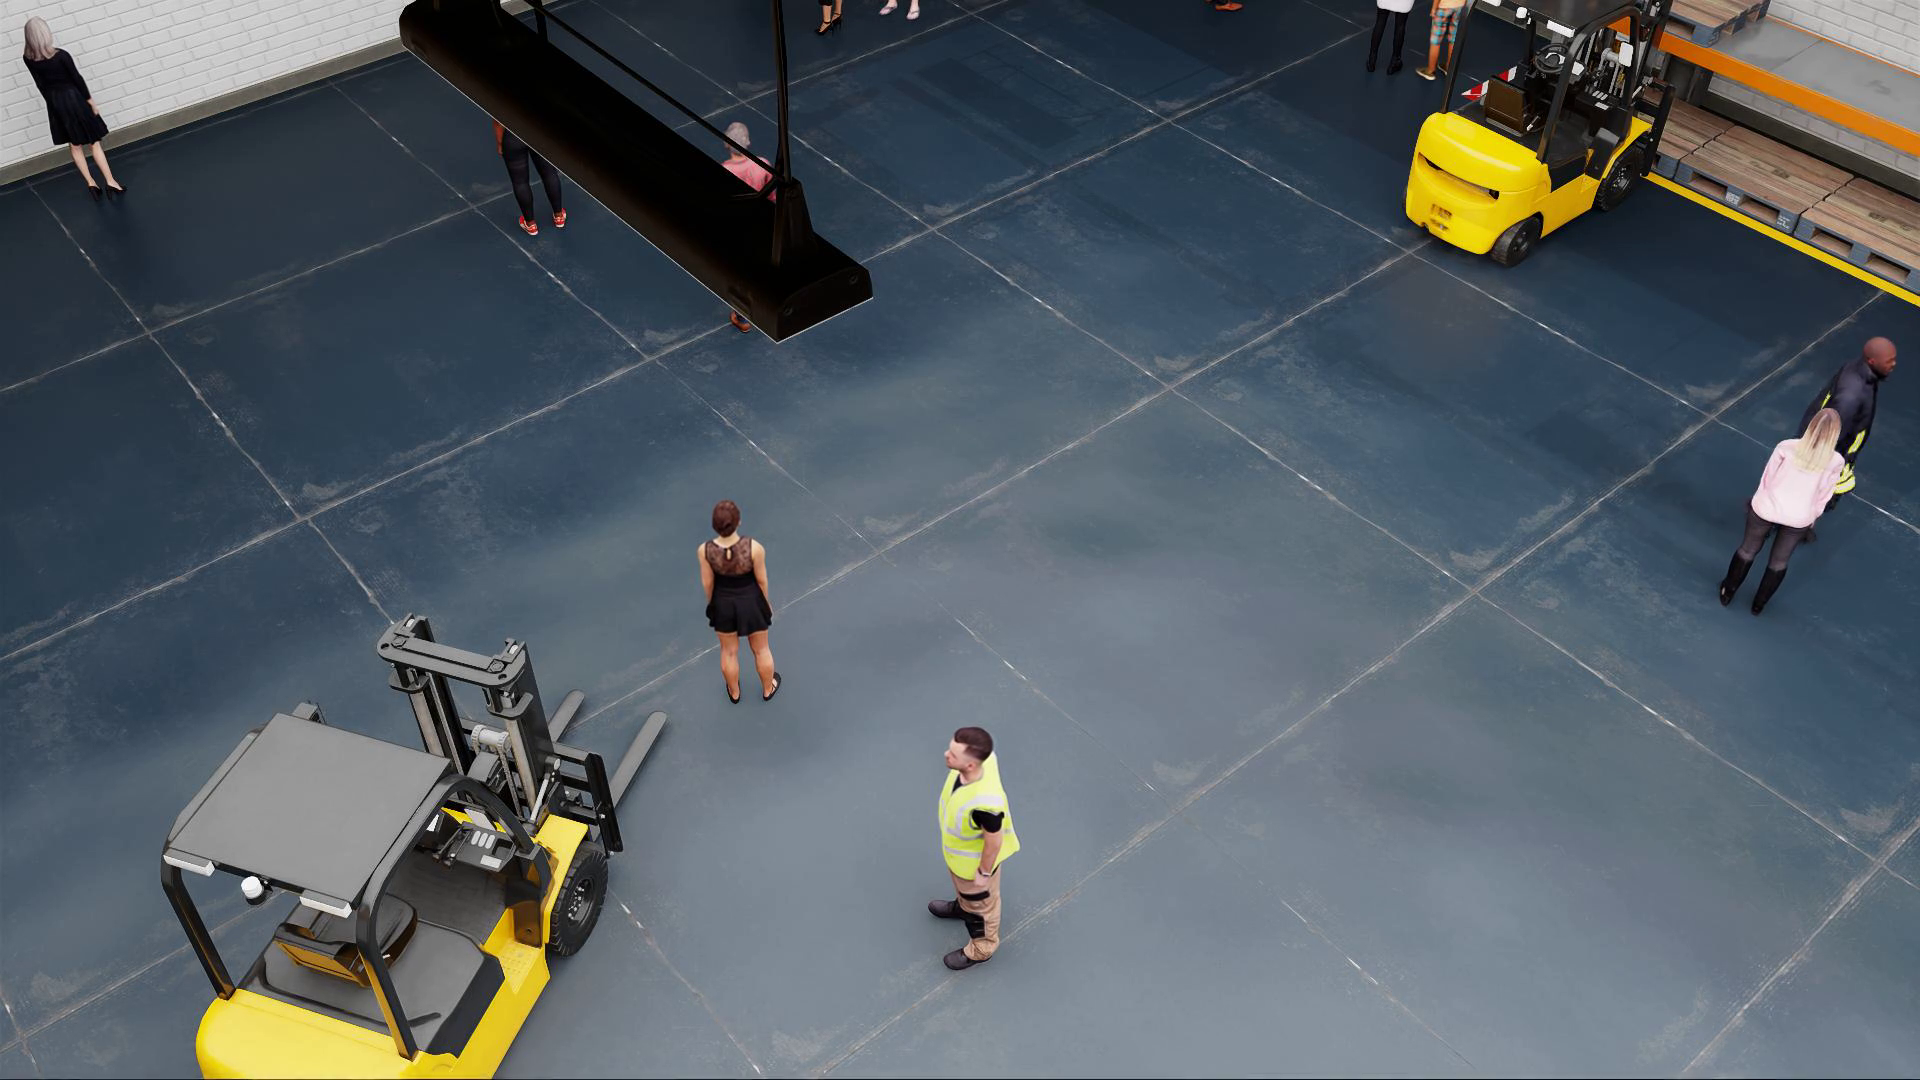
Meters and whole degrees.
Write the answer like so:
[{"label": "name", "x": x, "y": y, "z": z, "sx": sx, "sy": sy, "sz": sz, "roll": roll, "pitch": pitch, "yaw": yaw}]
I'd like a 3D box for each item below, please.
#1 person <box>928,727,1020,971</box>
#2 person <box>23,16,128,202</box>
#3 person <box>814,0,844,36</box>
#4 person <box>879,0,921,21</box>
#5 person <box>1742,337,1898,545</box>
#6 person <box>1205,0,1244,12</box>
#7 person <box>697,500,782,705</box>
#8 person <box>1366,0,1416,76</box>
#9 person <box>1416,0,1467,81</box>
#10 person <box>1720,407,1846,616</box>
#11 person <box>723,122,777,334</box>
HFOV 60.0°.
[{"label": "person", "x": 0.061, "y": 1.636, "z": 8.999, "sx": 0.900, "sy": 1.846, "sz": 0.814, "roll": -7, "pitch": 44, "yaw": -8}, {"label": "person", "x": -7.916, "y": -3.836, "z": 14.815, "sx": 0.698, "sy": 1.747, "sz": 0.740, "roll": -2, "pitch": 44, "yaw": -2}, {"label": "person", "x": -1.396, "y": -6.106, "z": 17.116, "sx": 0.624, "sy": 1.859, "sz": 0.666, "roll": 23, "pitch": 48, "yaw": 23}, {"label": "person", "x": -0.605, "y": -6.413, "z": 17.459, "sx": 0.666, "sy": 1.831, "sz": 0.793, "roll": 16, "pitch": 46, "yaw": 16}, {"label": "person", "x": 5.909, "y": -0.705, "z": 11.482, "sx": 0.968, "sy": 1.811, "sz": 0.885, "roll": 23, "pitch": 48, "yaw": 22}, {"label": "person", "x": 2.833, "y": -6.516, "z": 17.595, "sx": 0.774, "sy": 1.791, "sz": 0.623, "roll": -15, "pitch": 46, "yaw": -15}, {"label": "person", "x": -1.393, "y": 0.396, "z": 10.425, "sx": 0.682, "sy": 1.674, "sz": 0.730, "roll": 0, "pitch": 44, "yaw": -1}, {"label": "person", "x": 4.342, "y": -5.513, "z": 16.530, "sx": 0.627, "sy": 1.808, "sz": 0.751, "roll": 15, "pitch": 46, "yaw": 16}, {"label": "person", "x": 4.886, "y": -5.312, "z": 16.575, "sx": 0.577, "sy": 1.455, "sz": 0.579, "roll": -14, "pitch": 45, "yaw": -14}, {"label": "person", "x": 5.456, "y": -0.185, "z": 11.027, "sx": 0.619, "sy": 1.686, "sz": 0.732, "roll": 17, "pitch": 46, "yaw": 17}, {"label": "person", "x": -1.712, "y": -2.504, "z": 13.355, "sx": 0.744, "sy": 1.831, "sz": 0.650, "roll": -17, "pitch": 46, "yaw": -17}]
